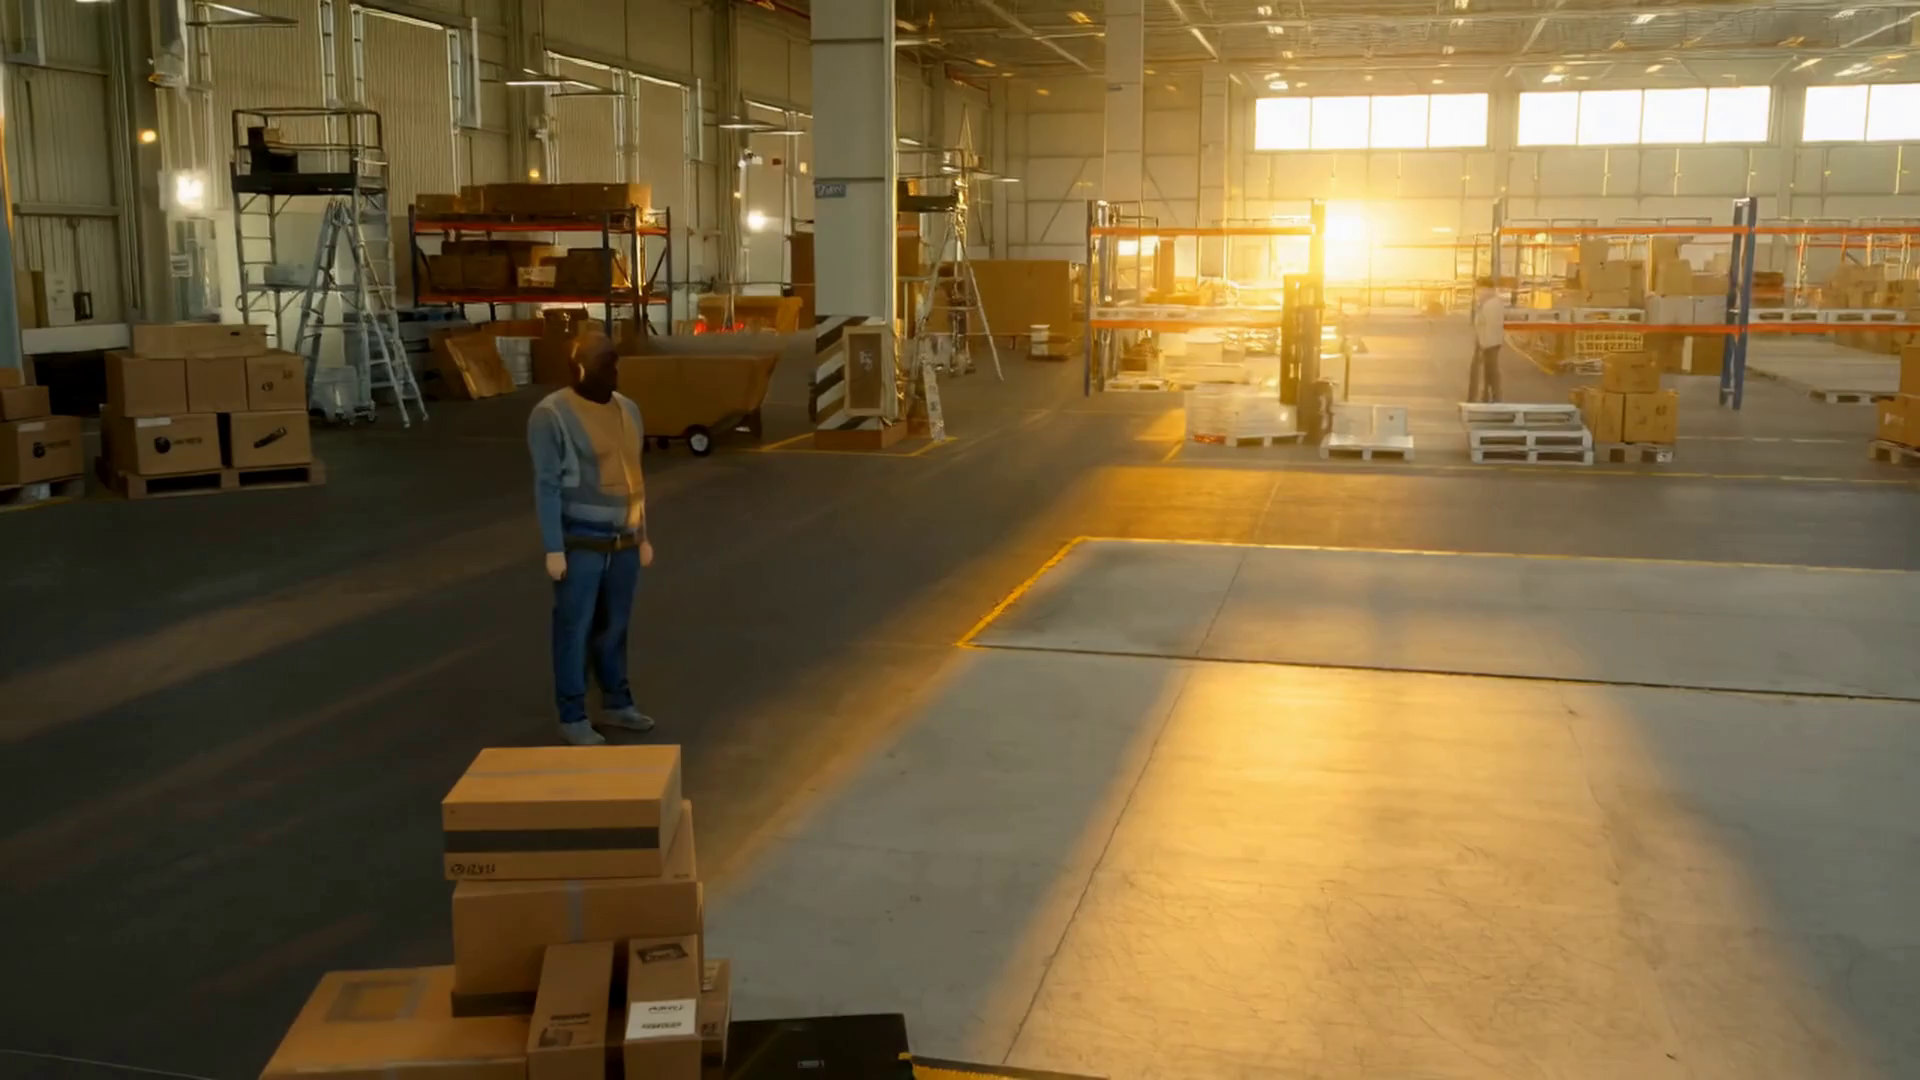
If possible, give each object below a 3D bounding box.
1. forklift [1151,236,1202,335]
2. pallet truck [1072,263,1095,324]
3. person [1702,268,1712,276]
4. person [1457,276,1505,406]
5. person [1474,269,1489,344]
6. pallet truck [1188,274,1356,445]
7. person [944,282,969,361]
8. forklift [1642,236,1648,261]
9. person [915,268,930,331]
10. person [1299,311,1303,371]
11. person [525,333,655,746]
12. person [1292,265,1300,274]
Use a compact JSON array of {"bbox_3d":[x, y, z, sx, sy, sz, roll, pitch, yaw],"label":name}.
[{"bbox_3d":[5.866,-7.214,46.878,1.873,2.768,1.129,2,10,14],"label":"forklift"},{"bbox_3d":[4.325,-8.180,55.162,0.823,1.965,1.885,6,11,31],"label":"pallet truck"},{"bbox_3d":[21.646,-6.928,48.143,0.640,1.892,1.013,-7,12,-34],"label":"person"},{"bbox_3d":[7.532,-2.839,23.979,0.756,1.900,0.599,8,13,40],"label":"person"},{"bbox_3d":[12.751,-5.642,40.467,0.553,1.912,0.655,-2,10,-10],"label":"person"},{"bbox_3d":[3.653,-2.138,19.590,1.885,1.965,0.823,-4,10,-20],"label":"pallet truck"},{"bbox_3d":[-0.049,-4.547,34.725,0.530,1.671,0.657,-4,10,-23],"label":"person"},{"bbox_3d":[20.818,-7.701,49.749,1.129,2.768,1.873,-2,10,-11],"label":"forklift"},{"bbox_3d":[-1.133,-7.212,49.636,0.374,1.939,0.545,-6,11,-33],"label":"person"},{"bbox_3d":[6.745,-4.113,31.985,0.485,1.739,0.319,-8,13,-40],"label":"person"},{"bbox_3d":[-1.623,-0.004,7.482,0.429,1.845,0.622,6,12,33],"label":"person"},{"bbox_3d":[12.712,-9.507,63.229,0.407,1.920,0.638,2,10,12],"label":"person"}]
